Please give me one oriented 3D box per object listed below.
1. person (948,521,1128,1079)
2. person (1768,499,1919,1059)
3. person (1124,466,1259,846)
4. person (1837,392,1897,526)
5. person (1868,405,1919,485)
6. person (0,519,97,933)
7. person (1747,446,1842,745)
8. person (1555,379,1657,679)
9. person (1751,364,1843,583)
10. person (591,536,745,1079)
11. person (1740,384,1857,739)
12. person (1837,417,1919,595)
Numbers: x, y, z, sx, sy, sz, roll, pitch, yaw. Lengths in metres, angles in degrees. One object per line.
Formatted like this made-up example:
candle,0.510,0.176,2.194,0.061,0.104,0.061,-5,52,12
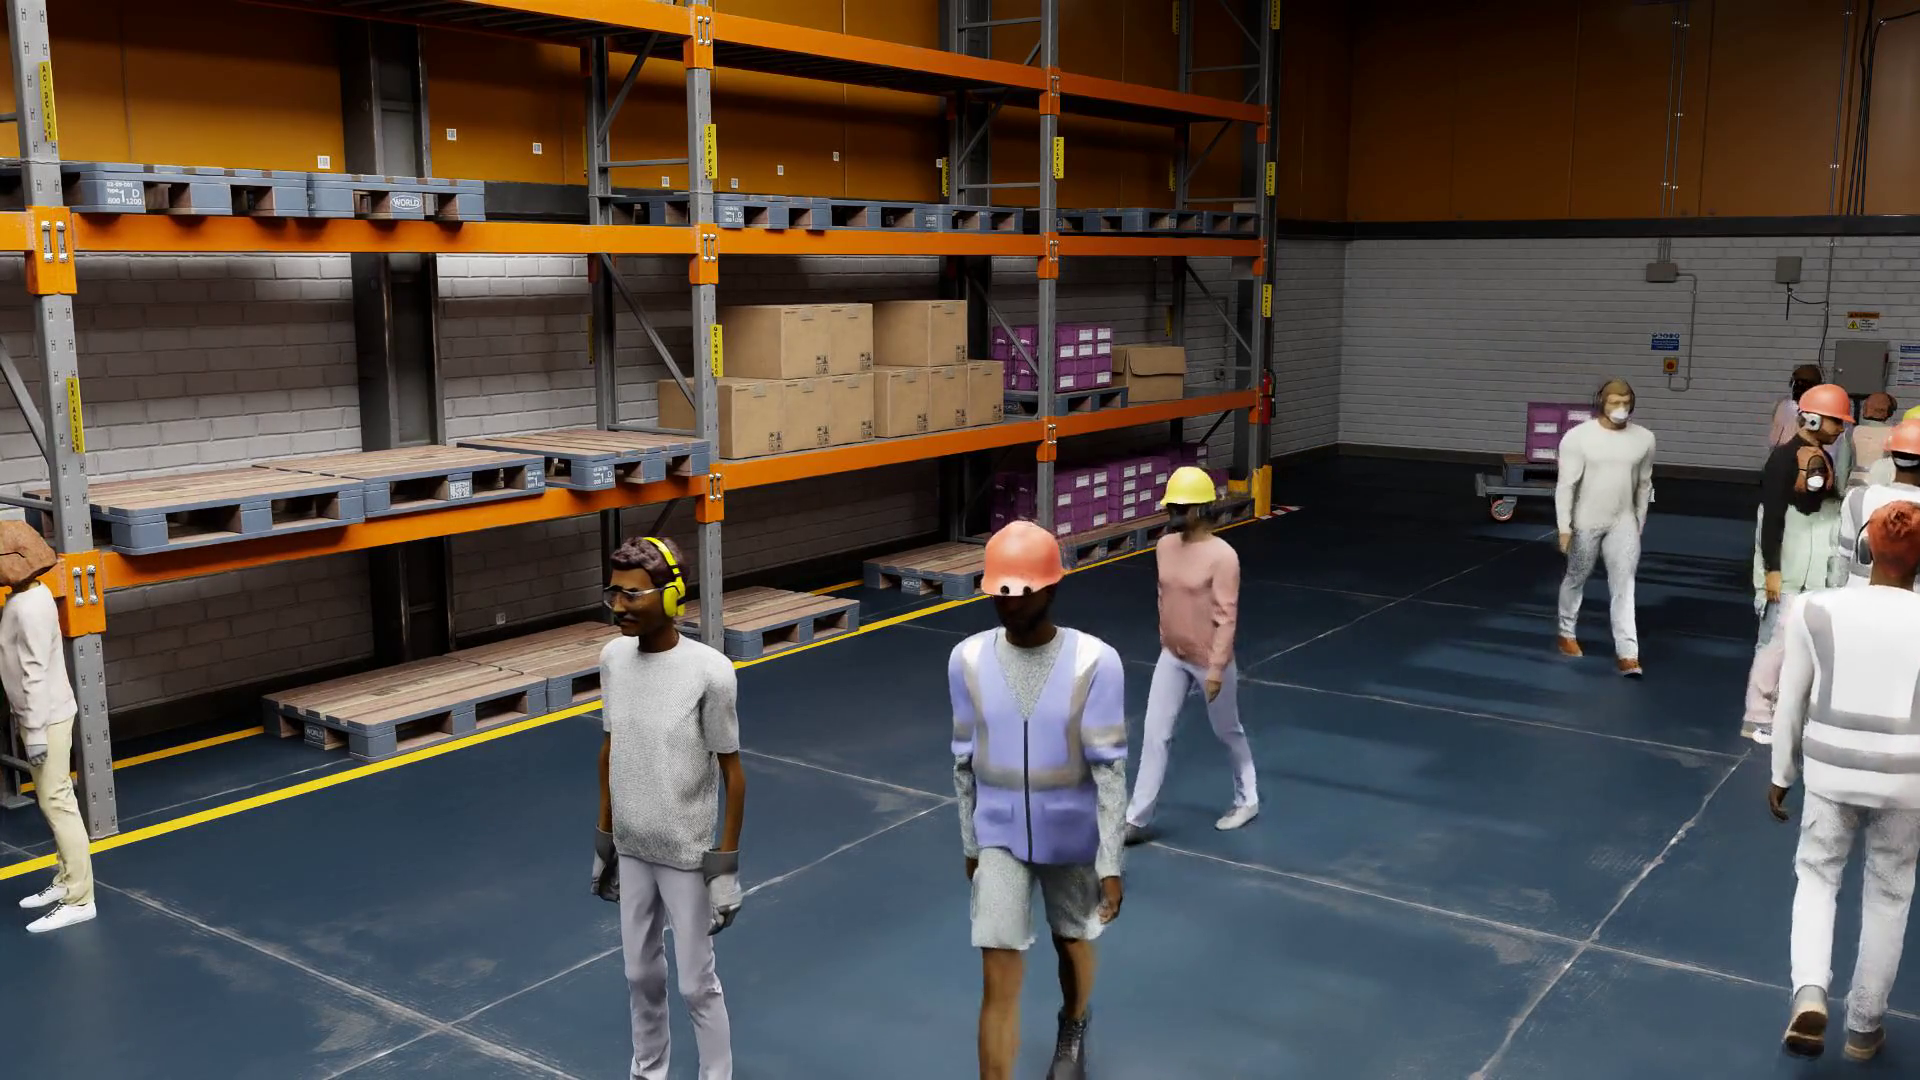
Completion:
person,0.230,0.871,4.930,0.564,1.894,0.988,2,10,13
person,2.912,0.804,5.343,0.588,1.870,0.585,6,11,33
person,1.050,0.520,7.488,0.904,1.714,0.540,-7,12,-36
person,6.937,-0.306,12.655,0.309,1.640,0.512,-8,12,-40
person,5.735,0.066,10.062,0.522,1.769,0.311,0,10,2
person,-3.654,0.722,6.586,0.285,1.625,0.495,-6,11,-32
person,4.554,0.300,9.060,0.499,1.634,0.279,-1,10,-8
person,4.131,-0.095,10.692,0.656,1.883,1.044,0,10,1
person,6.751,-0.515,13.362,0.520,1.820,0.621,-2,10,-14
person,-0.851,0.906,4.753,0.538,1.869,0.312,6,11,31
person,4.598,0.126,9.122,0.648,1.968,0.431,-8,12,-39
person,4.439,0.354,7.980,0.960,1.901,0.565,-8,12,-40
